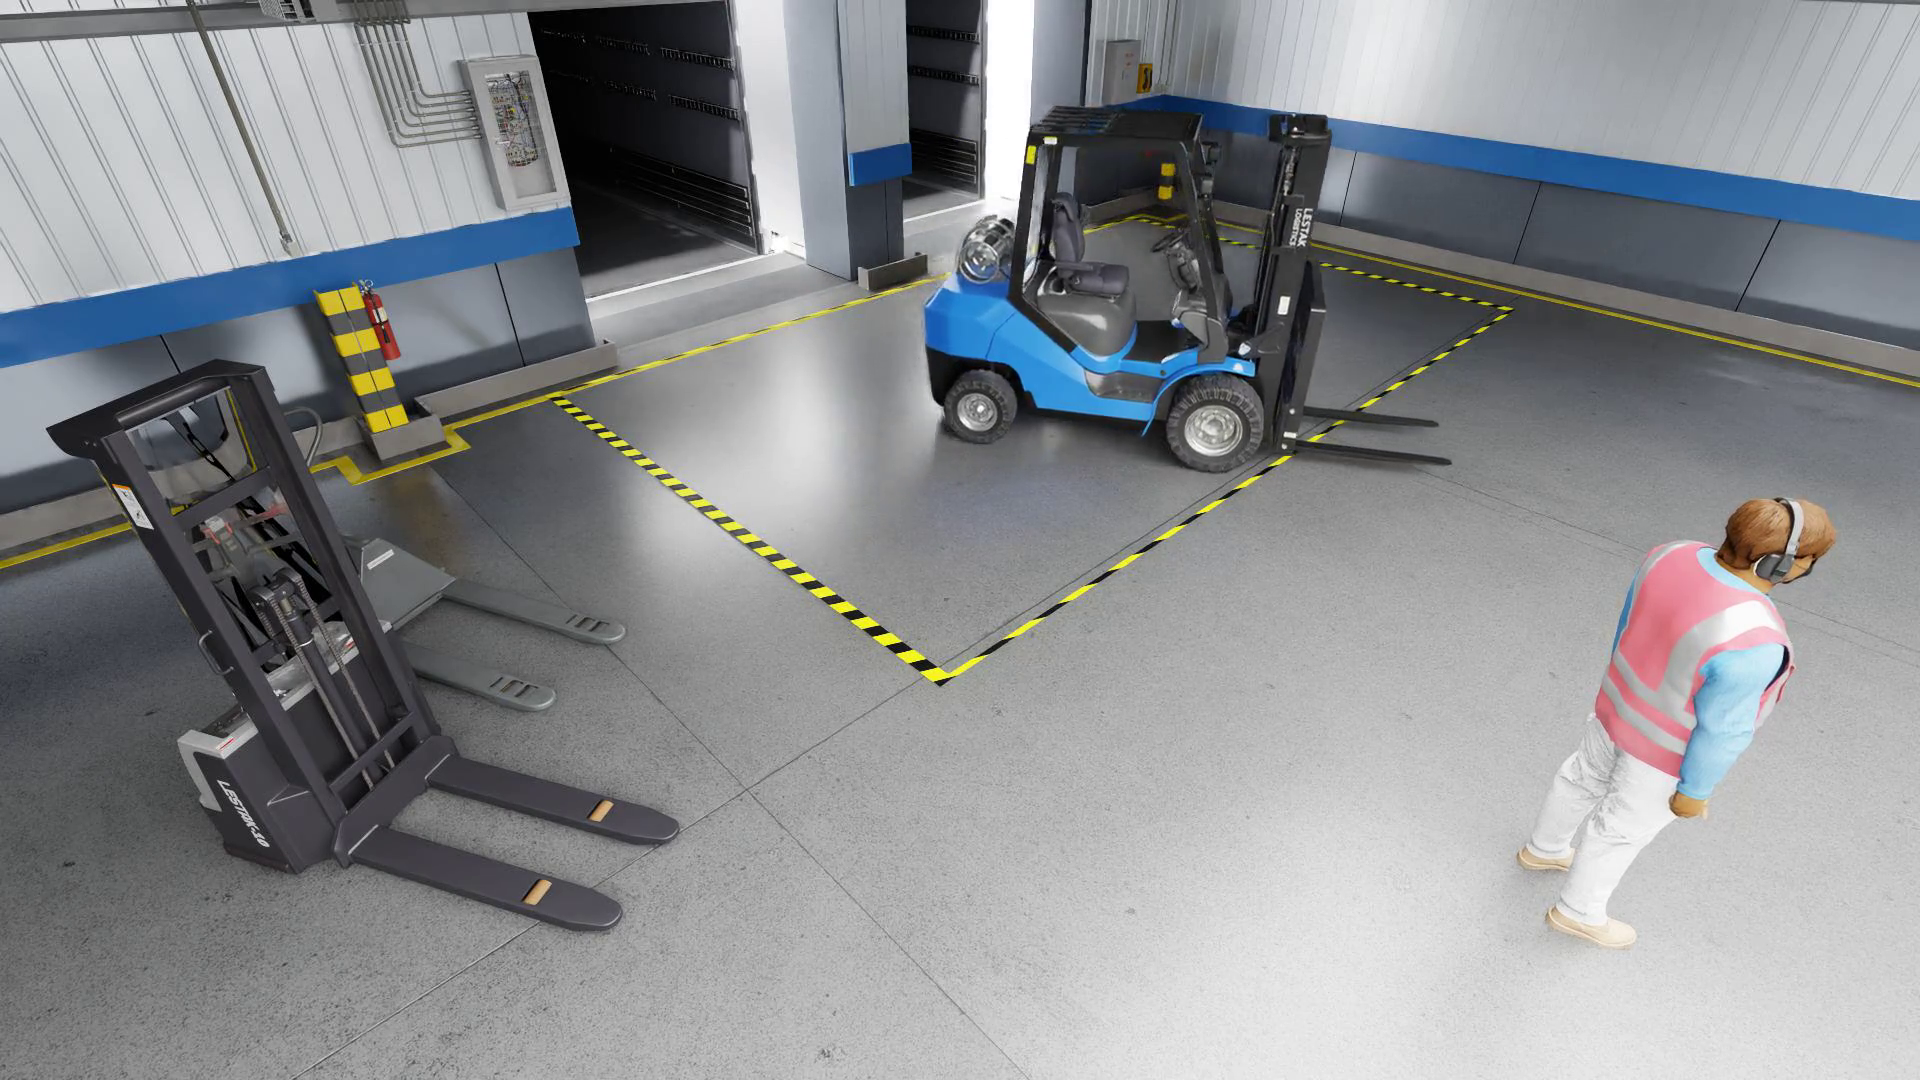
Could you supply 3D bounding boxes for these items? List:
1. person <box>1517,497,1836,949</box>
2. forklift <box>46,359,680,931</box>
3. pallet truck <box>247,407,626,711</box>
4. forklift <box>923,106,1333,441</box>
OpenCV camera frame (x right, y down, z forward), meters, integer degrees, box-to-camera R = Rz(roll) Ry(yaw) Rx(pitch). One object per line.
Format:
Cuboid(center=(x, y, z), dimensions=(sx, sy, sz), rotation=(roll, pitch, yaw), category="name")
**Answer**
Cuboid(center=(2.412, 0.654, 3.151), dimensions=(0.429, 1.844, 0.622), rotation=(5, 34, 7), category="person")
Cuboid(center=(-2.135, 0.422, 3.354), dimensions=(1.885, 1.965, 0.823), rotation=(10, 35, 14), category="forklift")
Cuboid(center=(-2.628, 0.038, 4.590), dimensions=(1.601, 1.201, 0.680), rotation=(12, 36, 18), category="pallet truck")
Cuboid(center=(1.126, -1.894, 6.442), dimensions=(2.680, 2.036, 1.157), rotation=(9, 35, 13), category="forklift")
